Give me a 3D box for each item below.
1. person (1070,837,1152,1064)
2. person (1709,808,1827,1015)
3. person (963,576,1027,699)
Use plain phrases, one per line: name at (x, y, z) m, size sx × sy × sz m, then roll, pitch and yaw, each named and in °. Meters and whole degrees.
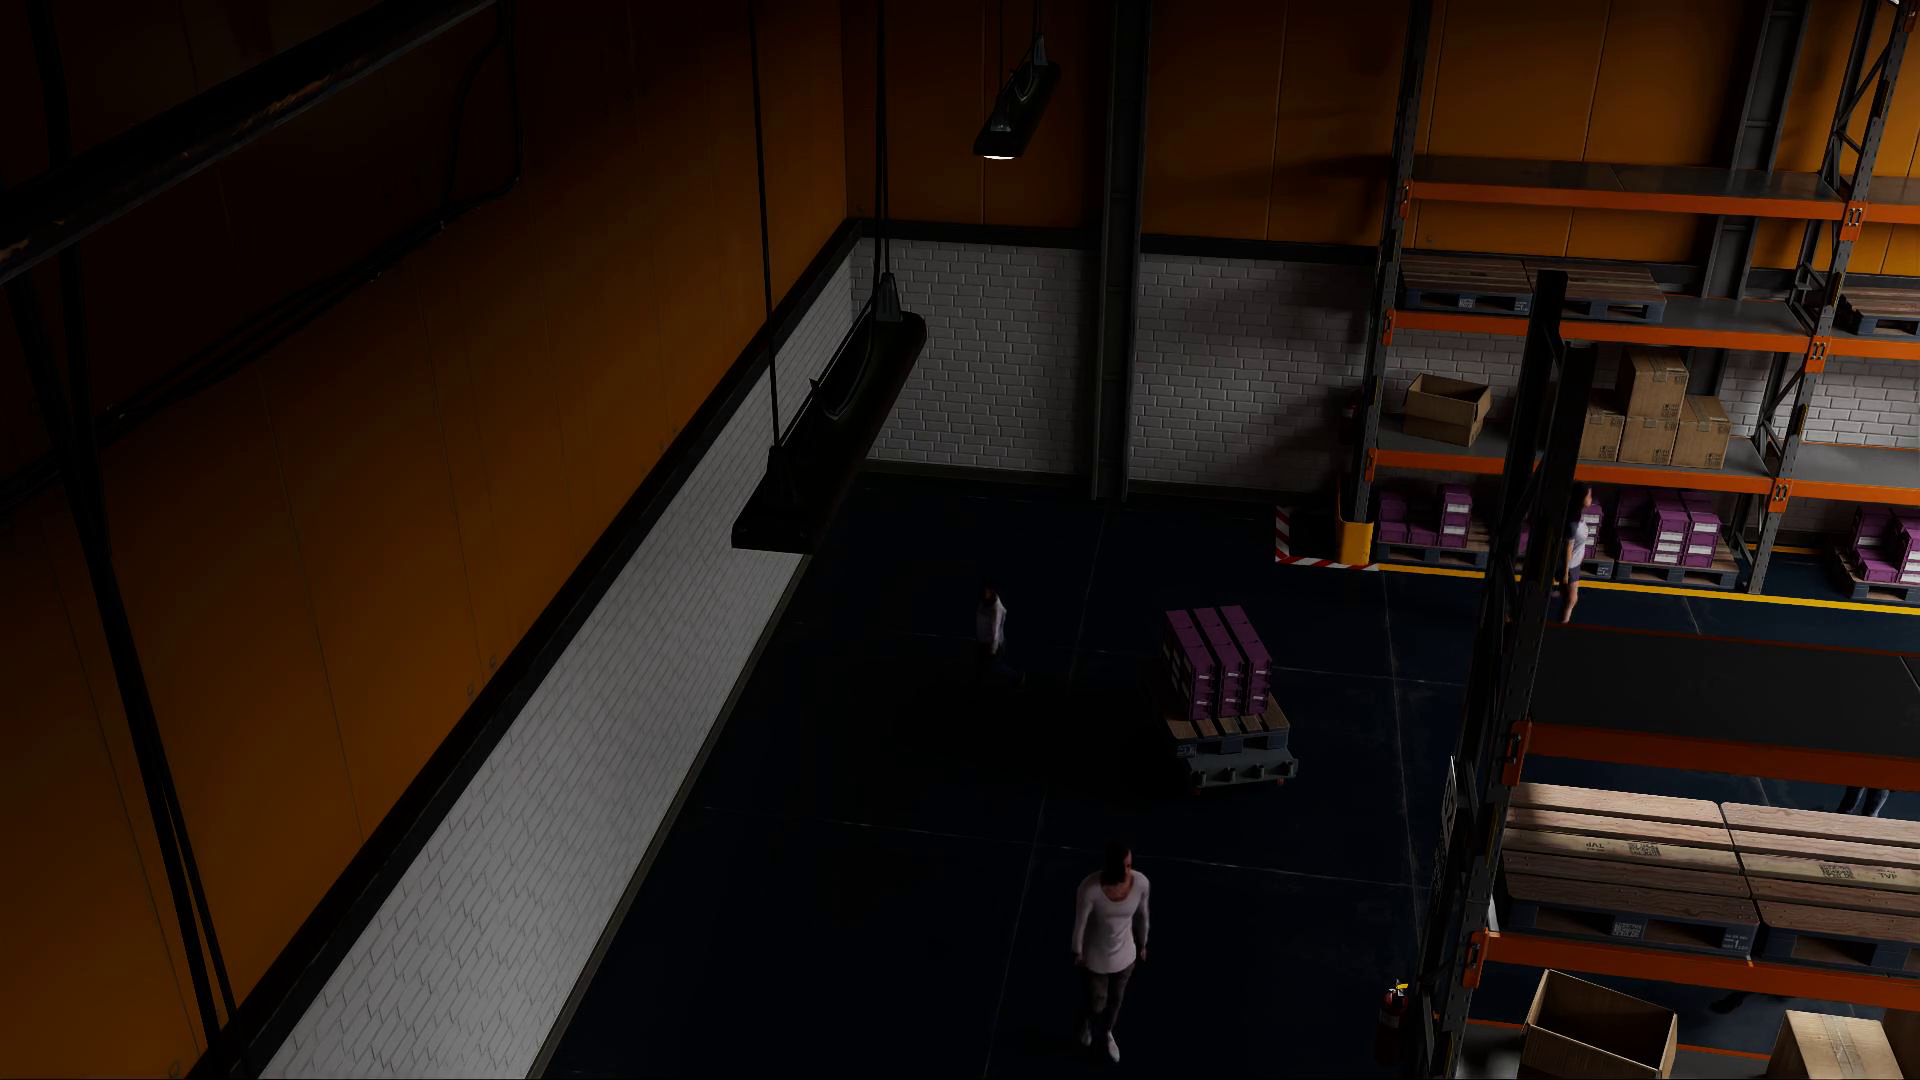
person at (0.967, 2.690, 11.166) m, size 0.765 × 1.828 × 0.870 m, roll -7°, pitch 29°, yaw -12°
person at (5.824, 2.570, 11.516) m, size 1.218 × 1.702 × 0.976 m, roll -7°, pitch 29°, yaw -12°
person at (0.326, 0.890, 15.077) m, size 0.877 × 1.243 × 0.734 m, roll -10°, pitch 30°, yaw -18°
